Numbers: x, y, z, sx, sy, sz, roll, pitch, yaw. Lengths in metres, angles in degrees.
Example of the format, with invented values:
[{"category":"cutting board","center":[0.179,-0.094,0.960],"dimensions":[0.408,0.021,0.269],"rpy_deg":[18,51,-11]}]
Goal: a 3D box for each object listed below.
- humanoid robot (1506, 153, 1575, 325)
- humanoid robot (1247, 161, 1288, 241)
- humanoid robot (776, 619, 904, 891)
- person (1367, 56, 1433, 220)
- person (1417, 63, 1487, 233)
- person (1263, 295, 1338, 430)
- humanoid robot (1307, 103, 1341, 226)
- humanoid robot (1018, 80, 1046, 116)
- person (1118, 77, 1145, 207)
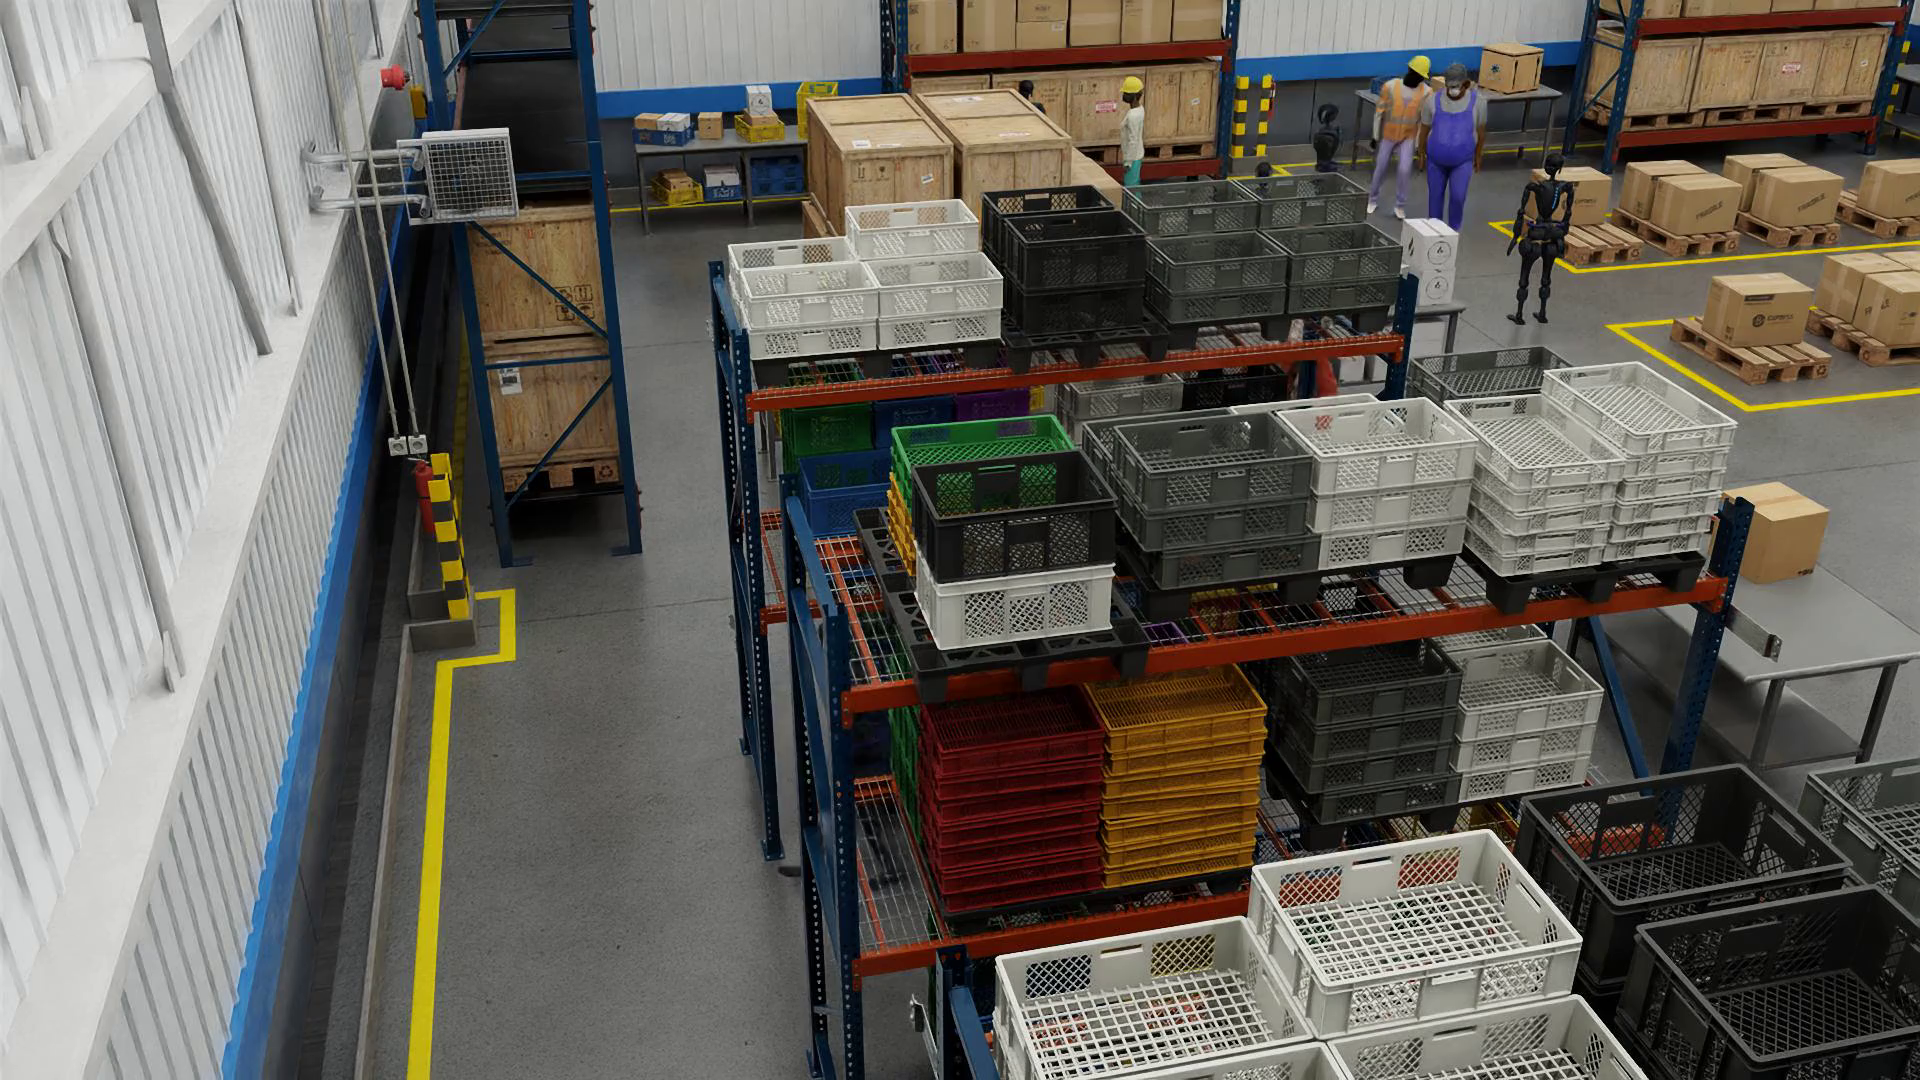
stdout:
[{"category":"humanoid robot","center":[5.598,-2.914,16.061],"dimensions":[0.566,1.652,0.328],"rpy_deg":[-4,28,-8]},{"category":"humanoid robot","center":[2.811,-2.783,15.807],"dimensions":[0.570,1.650,0.349],"rpy_deg":[6,28,11]},{"category":"humanoid robot","center":[-0.610,1.115,8.446],"dimensions":[0.672,1.635,0.569],"rpy_deg":[-10,29,-18]},{"category":"person","center":[5.042,-4.628,19.101],"dimensions":[0.625,1.877,0.639],"rpy_deg":[6,28,11]},{"category":"person","center":[5.304,-4.183,18.084],"dimensions":[0.699,2.000,0.614],"rpy_deg":[10,29,18]},{"category":"person","center":[2.683,-1.579,13.290],"dimensions":[1.062,1.912,0.585],"rpy_deg":[0,28,0]},{"category":"humanoid robot","center":[3.972,-3.872,17.881],"dimensions":[0.447,1.651,0.589],"rpy_deg":[4,28,8]},{"category":"humanoid robot","center":[0.741,-4.349,18.772],"dimensions":[0.598,1.657,0.324],"rpy_deg":[-17,32,-30]},{"category":"person","center":[1.888,-4.261,18.524],"dimensions":[0.318,1.765,0.534],"rpy_deg":[5,28,10]}]
